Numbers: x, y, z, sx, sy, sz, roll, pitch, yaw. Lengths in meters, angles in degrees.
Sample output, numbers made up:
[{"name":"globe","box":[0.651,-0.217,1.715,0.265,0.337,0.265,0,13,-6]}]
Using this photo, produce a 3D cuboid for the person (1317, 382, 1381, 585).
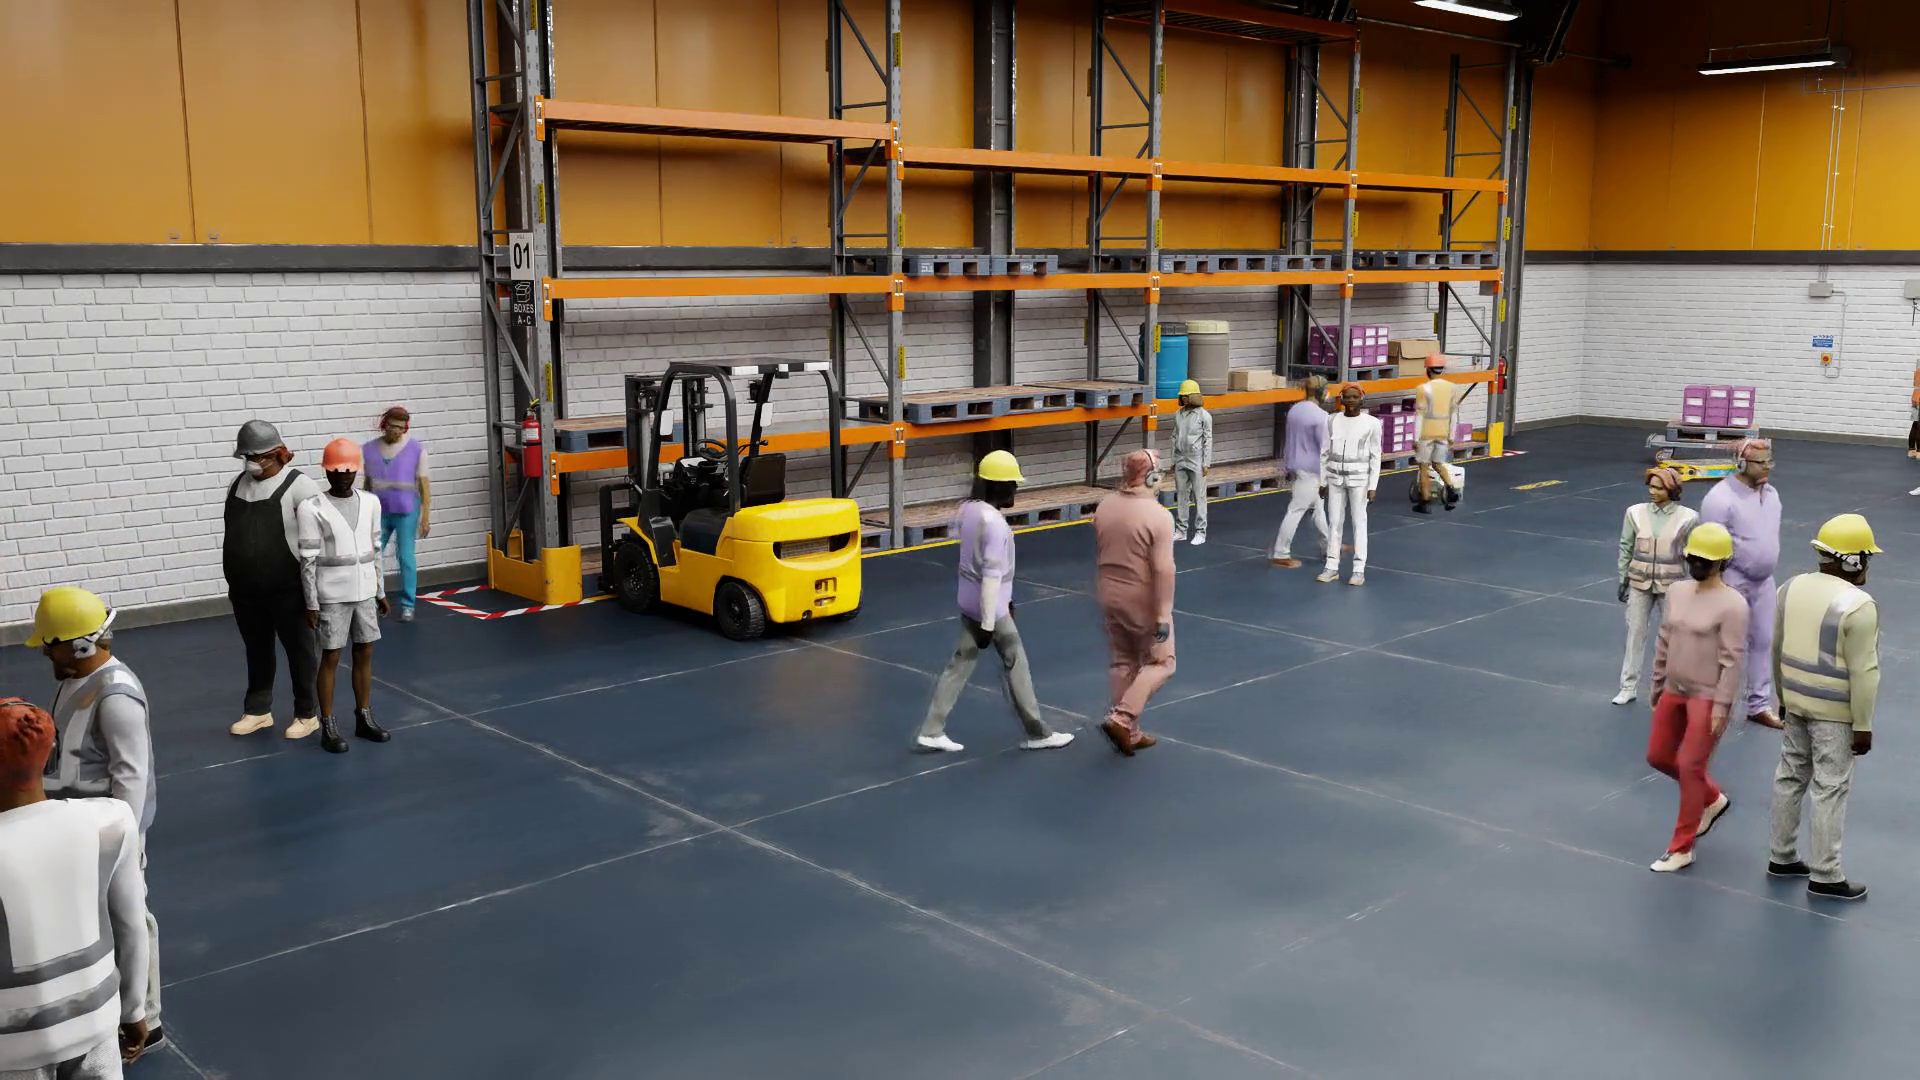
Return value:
[{"name":"person","box":[3.596,-0.526,15.417,0.579,1.884,0.352,7,12,34]}]

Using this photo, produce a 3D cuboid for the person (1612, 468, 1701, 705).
[{"name":"person","box":[4.675,0.327,11.146,0.515,1.636,0.315,7,12,37]}]

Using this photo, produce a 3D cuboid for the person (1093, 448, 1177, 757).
[{"name":"person","box":[1.049,0.393,10.037,0.490,1.893,0.648,-8,12,-38]}]

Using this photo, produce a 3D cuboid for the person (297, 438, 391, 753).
[{"name":"person","box":[-3.768,0.332,10.246,0.367,1.932,0.551,8,12,39]}]

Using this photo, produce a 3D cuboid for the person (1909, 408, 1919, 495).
[{"name":"person","box":[12.359,-1.485,20.939,0.386,1.916,0.590,-4,11,-23]}]

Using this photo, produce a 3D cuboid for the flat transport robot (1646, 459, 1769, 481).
[{"name":"flat transport robot","box":[10.201,-0.965,22.704,1.431,0.197,0.652,-2,10,-11]}]

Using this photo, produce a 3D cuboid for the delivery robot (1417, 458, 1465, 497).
[{"name":"delivery robot","box":[5.929,-0.776,20.495,0.477,0.478,0.707,8,13,41]}]

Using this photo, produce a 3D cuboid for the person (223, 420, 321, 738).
[{"name":"person","box":[-4.359,0.241,10.470,0.674,2.000,0.535,3,10,14]}]

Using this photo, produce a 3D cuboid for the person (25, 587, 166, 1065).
[{"name":"person","box":[-3.251,1.068,6.270,0.403,1.822,0.588,-8,13,-41]}]

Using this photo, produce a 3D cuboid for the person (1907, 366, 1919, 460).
[{"name":"person","box":[14.391,-2.038,24.815,0.318,1.697,0.533,1,10,7]}]

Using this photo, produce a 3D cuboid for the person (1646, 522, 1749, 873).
[{"name":"person","box":[3.674,0.765,8.268,0.575,1.747,0.541,-4,10,-20]}]

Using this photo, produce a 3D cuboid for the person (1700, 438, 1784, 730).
[{"name":"person","box":[5.053,0.253,10.905,0.643,1.876,0.853,-4,11,-24]}]

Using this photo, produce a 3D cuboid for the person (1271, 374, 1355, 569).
[{"name":"person","box":[3.480,-0.661,16.196,1.004,1.886,0.656,-3,10,-15]}]

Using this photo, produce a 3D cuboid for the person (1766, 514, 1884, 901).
[{"name":"person","box":[4.125,0.782,7.908,0.403,1.831,0.595,-2,10,-12]}]

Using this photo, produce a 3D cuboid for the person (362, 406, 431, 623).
[{"name":"person","box":[-4.681,-0.210,13.774,0.678,1.812,0.427,2,10,9]}]

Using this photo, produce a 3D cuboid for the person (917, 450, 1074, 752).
[{"name":"person","box":[0.180,0.387,10.124,0.982,1.878,0.591,-3,10,-19]}]

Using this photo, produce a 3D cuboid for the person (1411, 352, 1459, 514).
[{"name":"person","box":[5.576,-1.240,19.505,0.544,1.924,0.548,-4,10,-21]}]

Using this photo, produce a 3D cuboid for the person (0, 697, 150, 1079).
[{"name":"person","box":[-2.474,1.340,4.489,0.355,1.885,0.575,7,12,36]}]

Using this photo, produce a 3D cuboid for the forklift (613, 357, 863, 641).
[{"name":"forklift","box":[-1.847,-0.414,13.852,1.214,2.155,2.313,-9,13,-42]}]

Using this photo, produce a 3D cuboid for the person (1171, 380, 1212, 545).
[{"name":"person","box":[2.423,-0.822,17.558,0.490,1.743,0.324,9,14,44]}]
